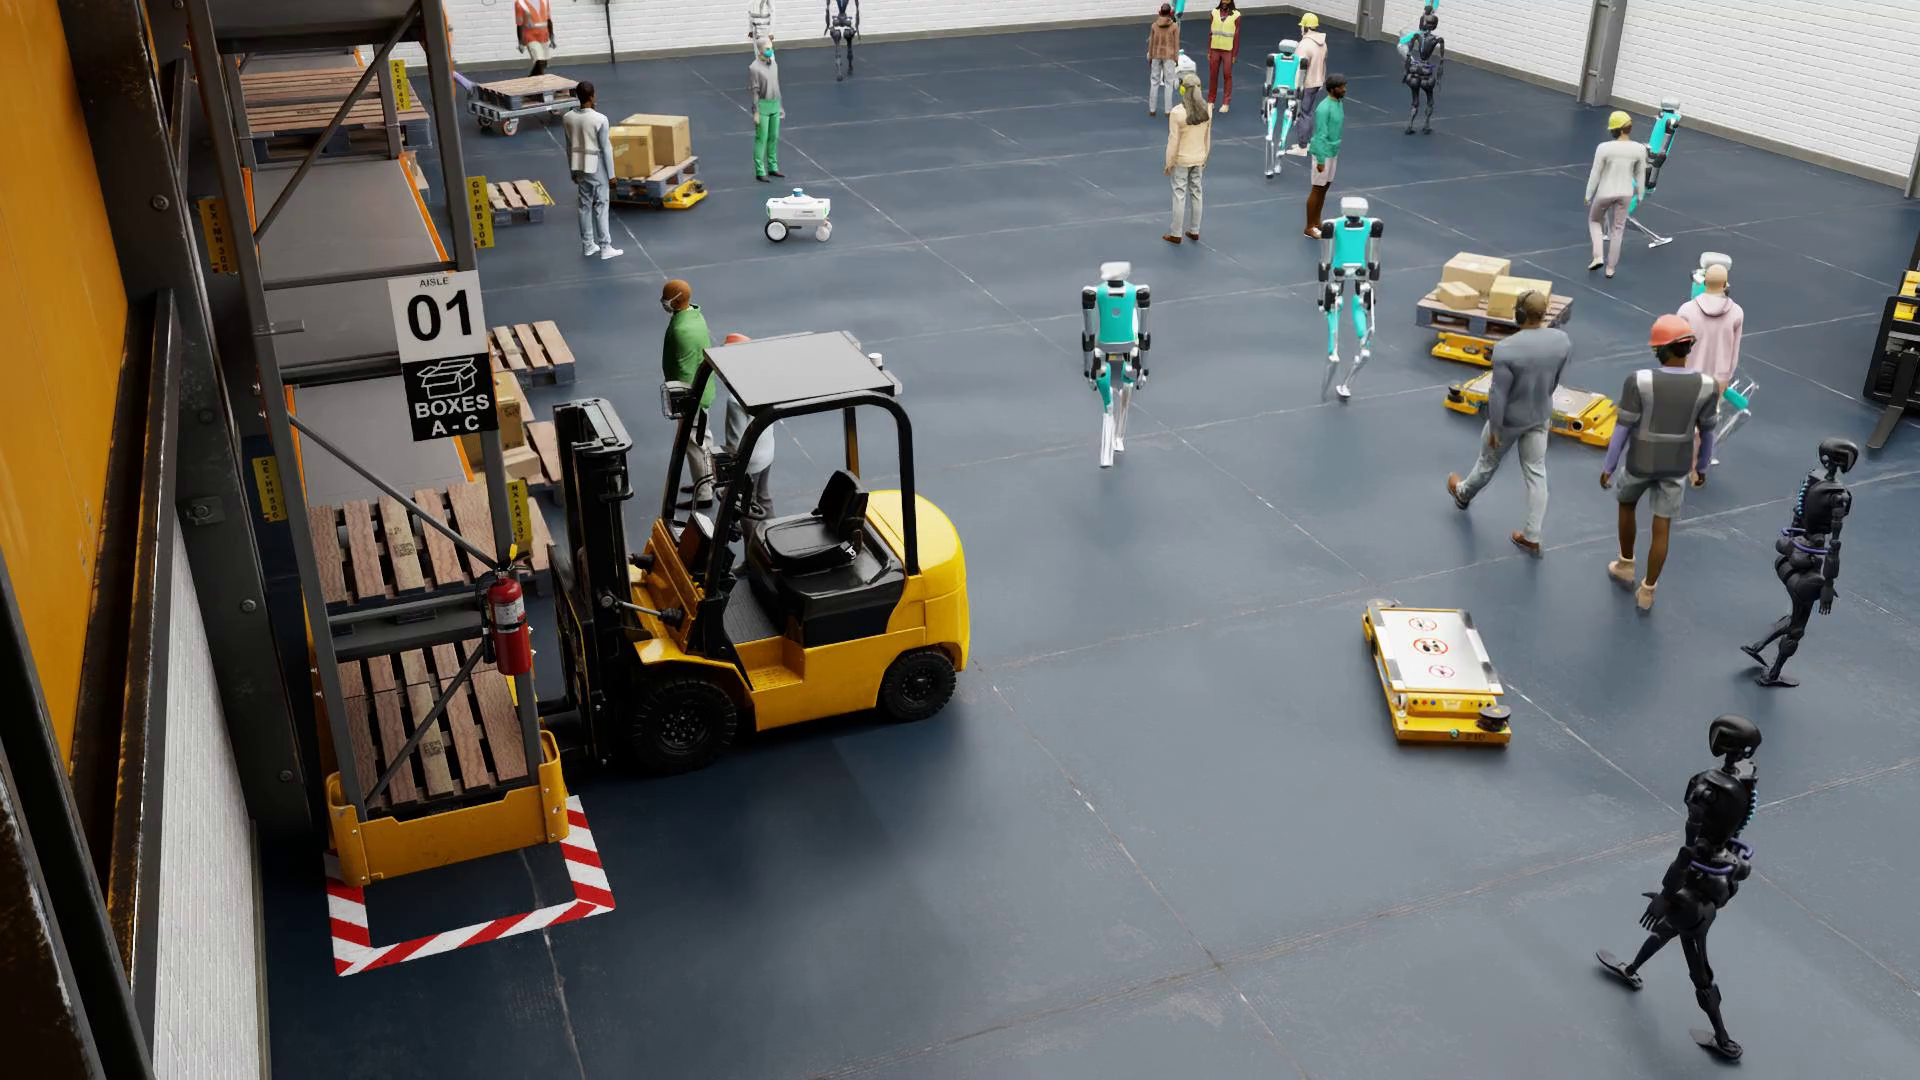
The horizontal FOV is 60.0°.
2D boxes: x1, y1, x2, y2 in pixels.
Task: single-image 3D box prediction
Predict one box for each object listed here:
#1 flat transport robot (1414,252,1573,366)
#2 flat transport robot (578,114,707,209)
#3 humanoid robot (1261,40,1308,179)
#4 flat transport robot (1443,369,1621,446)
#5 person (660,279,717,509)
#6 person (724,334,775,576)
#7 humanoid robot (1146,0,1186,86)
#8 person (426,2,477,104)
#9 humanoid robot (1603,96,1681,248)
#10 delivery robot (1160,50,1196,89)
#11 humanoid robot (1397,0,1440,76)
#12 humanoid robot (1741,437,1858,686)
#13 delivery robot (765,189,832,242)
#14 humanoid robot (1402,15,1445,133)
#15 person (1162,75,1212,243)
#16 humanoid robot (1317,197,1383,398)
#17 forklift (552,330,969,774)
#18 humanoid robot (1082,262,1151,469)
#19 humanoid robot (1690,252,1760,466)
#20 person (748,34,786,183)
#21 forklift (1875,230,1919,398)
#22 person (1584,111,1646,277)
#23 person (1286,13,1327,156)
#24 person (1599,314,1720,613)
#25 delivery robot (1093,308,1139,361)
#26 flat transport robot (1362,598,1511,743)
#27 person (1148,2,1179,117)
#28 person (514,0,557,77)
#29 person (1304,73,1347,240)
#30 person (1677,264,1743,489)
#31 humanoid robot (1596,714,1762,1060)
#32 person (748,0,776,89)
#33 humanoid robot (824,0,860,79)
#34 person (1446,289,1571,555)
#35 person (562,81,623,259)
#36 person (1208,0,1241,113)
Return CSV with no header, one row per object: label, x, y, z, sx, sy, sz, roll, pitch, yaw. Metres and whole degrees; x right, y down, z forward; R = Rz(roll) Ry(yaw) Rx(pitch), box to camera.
flat transport robot,5.087,-1.984,15.933,0.659,0.231,1.431,16,31,29
flat transport robot,-3.916,-4.307,20.554,1.431,0.231,0.659,7,27,13
humanoid robot,4.078,-5.405,21.160,0.545,1.774,1.037,6,27,13
flat transport robot,4.961,-1.151,14.277,1.431,0.231,0.659,20,33,34
person,-2.026,-1.102,12.505,0.386,1.776,0.545,0,27,-1
person,-1.473,-0.590,11.524,0.347,1.739,0.571,8,28,15
humanoid robot,3.266,-8.218,26.655,0.722,1.753,0.540,12,29,23
person,-7.838,-7.551,25.305,0.729,1.806,0.579,-3,27,-7
humanoid robot,7.459,-4.027,18.359,1.009,1.728,0.546,4,27,9
delivery robot,3.527,-7.577,26.727,0.499,0.583,0.777,-5,27,-10
humanoid robot,7.416,-8.427,27.015,0.738,1.710,0.530,11,29,20
humanoid robot,5.155,0.142,10.134,0.347,1.644,0.599,1,27,2
delivery robot,-1.867,-3.720,19.085,0.813,0.609,0.499,1,27,1
humanoid robot,6.549,-6.582,23.522,0.609,1.655,0.406,20,33,34
person,2.567,-4.270,18.695,0.551,1.877,0.414,-13,29,-24
humanoid robot,3.375,-1.970,14.370,0.538,1.874,0.730,0,27,0
forklift,-1.094,0.010,9.831,2.313,2.155,1.214,-10,28,-20
humanoid robot,1.218,-1.404,13.140,0.560,1.732,1.009,1,27,3
humanoid robot,6.011,-1.400,13.075,0.725,1.735,0.541,1,27,2
person,-2.463,-5.512,21.203,0.353,1.838,0.527,16,31,29
forklift,9.029,-2.397,14.618,1.214,2.155,2.313,18,32,32
person,6.930,-3.655,17.612,0.620,1.734,0.386,2,27,4
person,4.681,-6.132,22.420,0.434,1.857,0.828,17,31,30
person,4.654,-0.536,11.133,0.700,1.994,0.774,5,27,10
delivery robot,1.480,-1.906,15.477,0.499,0.609,0.805,1,27,3
flat transport robot,2.953,0.800,10.395,0.659,0.231,1.431,2,27,3
person,2.996,-7.074,24.525,0.462,1.648,0.327,9,28,17
person,-6.525,-7.698,25.452,0.894,1.938,0.595,20,33,34
person,4.156,-4.380,18.941,0.391,1.848,0.496,16,31,29
person,5.656,-1.231,12.752,0.523,1.782,0.407,5,27,10
humanoid robot,3.304,1.510,7.472,0.609,1.628,0.787,-20,33,-35
person,-3.120,-8.002,26.106,0.343,1.882,0.586,-24,35,-39
humanoid robot,-1.932,-8.391,27.164,0.595,1.630,0.787,0,27,0
person,3.993,-0.915,12.013,0.643,1.879,1.074,-7,27,-13
person,-4.043,-4.035,18.189,0.591,1.913,0.393,14,30,25
person,3.938,-7.300,24.853,0.471,1.766,0.387,13,29,24
